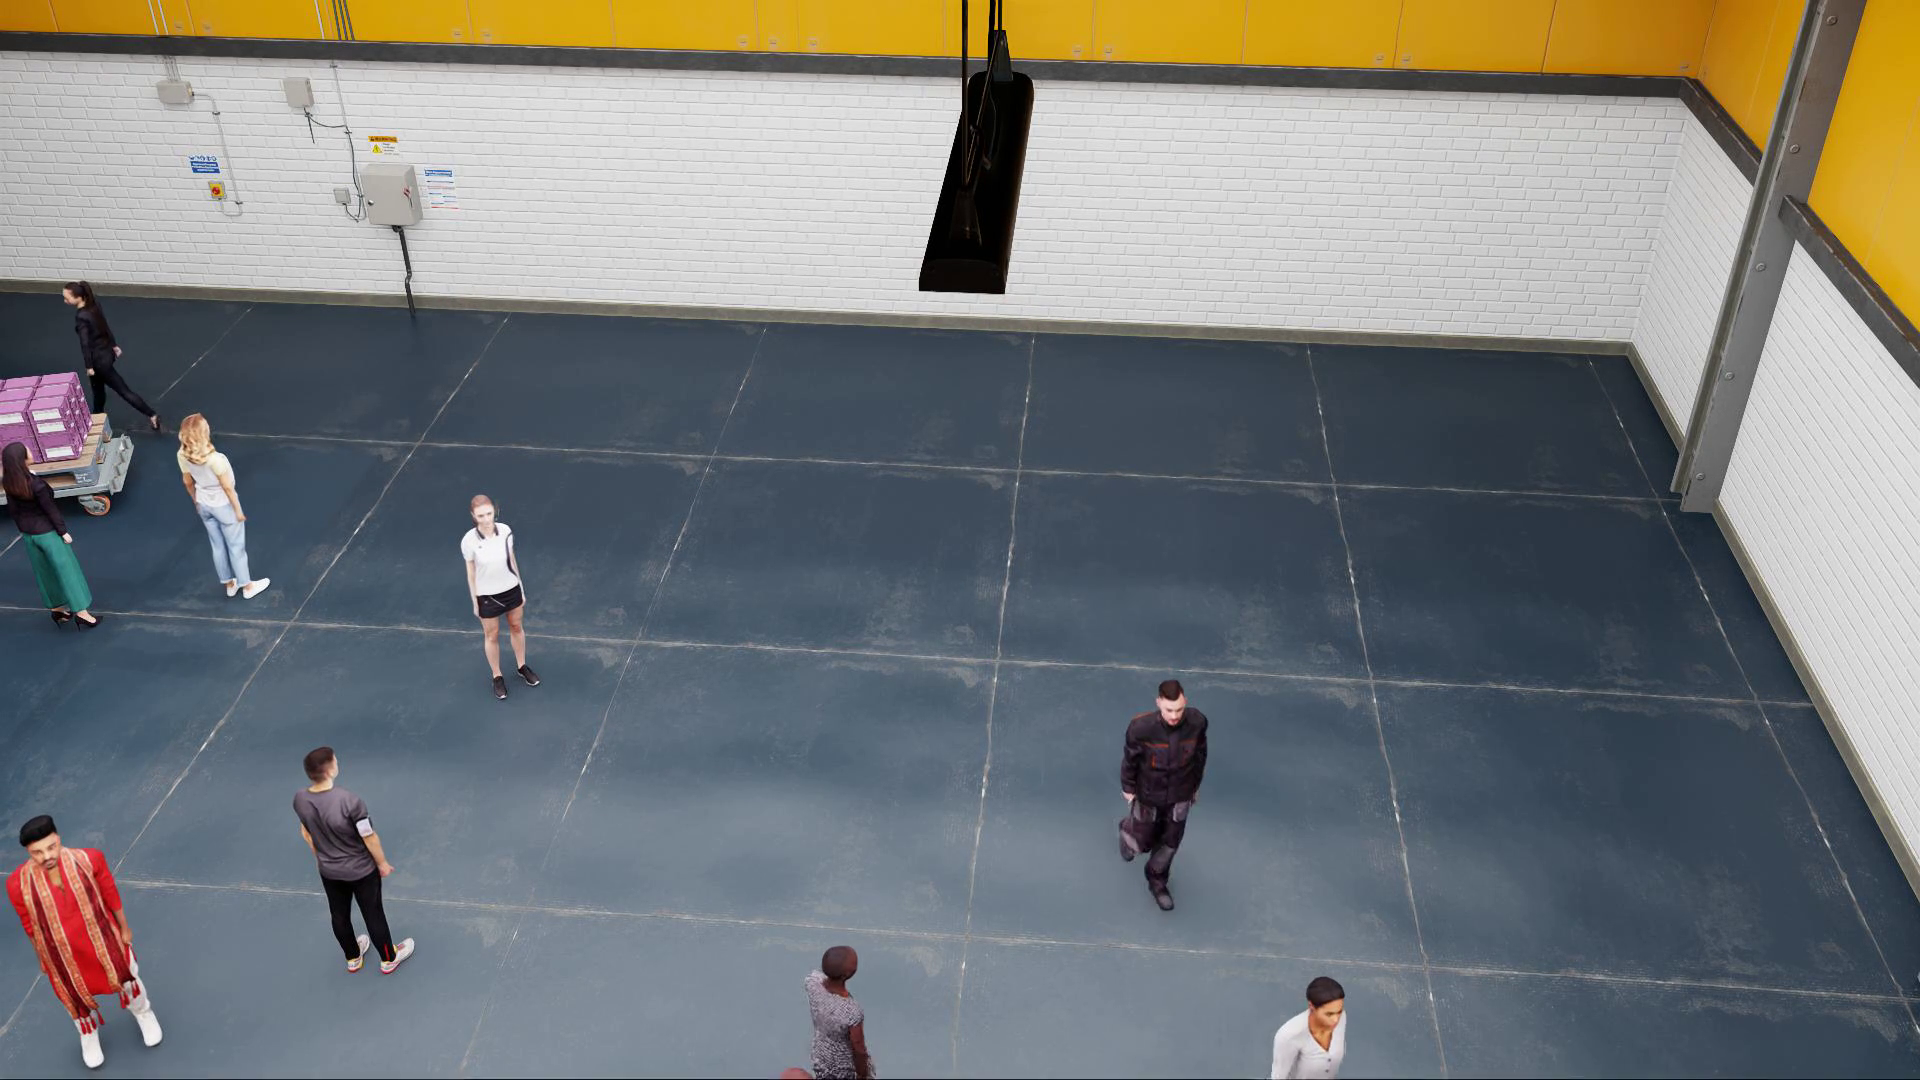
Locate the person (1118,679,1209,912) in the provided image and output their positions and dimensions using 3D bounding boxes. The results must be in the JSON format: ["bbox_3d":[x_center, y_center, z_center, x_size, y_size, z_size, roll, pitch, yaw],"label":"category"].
[{"bbox_3d":[1.315,1.580,10.973,0.874,1.839,0.999,-6,34,-9],"label":"person"}]

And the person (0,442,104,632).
[{"bbox_3d":[-7.416,-0.029,13.484,0.673,1.739,0.596,10,35,14],"label":"person"}]

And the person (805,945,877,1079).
[{"bbox_3d":[-0.729,2.893,9.061,0.979,1.769,1.077,29,43,36],"label":"person"}]

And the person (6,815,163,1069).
[{"bbox_3d":[-5.210,2.324,9.822,0.779,1.875,0.790,-16,37,-23],"label":"person"}]

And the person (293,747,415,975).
[{"bbox_3d":[-3.832,2.021,10.381,0.650,1.760,0.560,5,34,8],"label":"person"}]

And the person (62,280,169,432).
[{"bbox_3d":[-8.201,-1.712,16.085,0.782,1.663,1.034,0,34,-1],"label":"person"}]

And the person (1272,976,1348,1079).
[{"bbox_3d":[1.802,2.952,9.018,0.898,1.719,1.026,-14,36,-20],"label":"person"}]

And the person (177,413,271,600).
[{"bbox_3d":[-6.188,-0.272,13.862,0.671,1.726,0.611,10,35,14],"label":"person"}]

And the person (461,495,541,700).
[{"bbox_3d":[-3.564,0.410,12.812,0.670,1.752,0.725,-23,40,-30],"label":"person"}]
